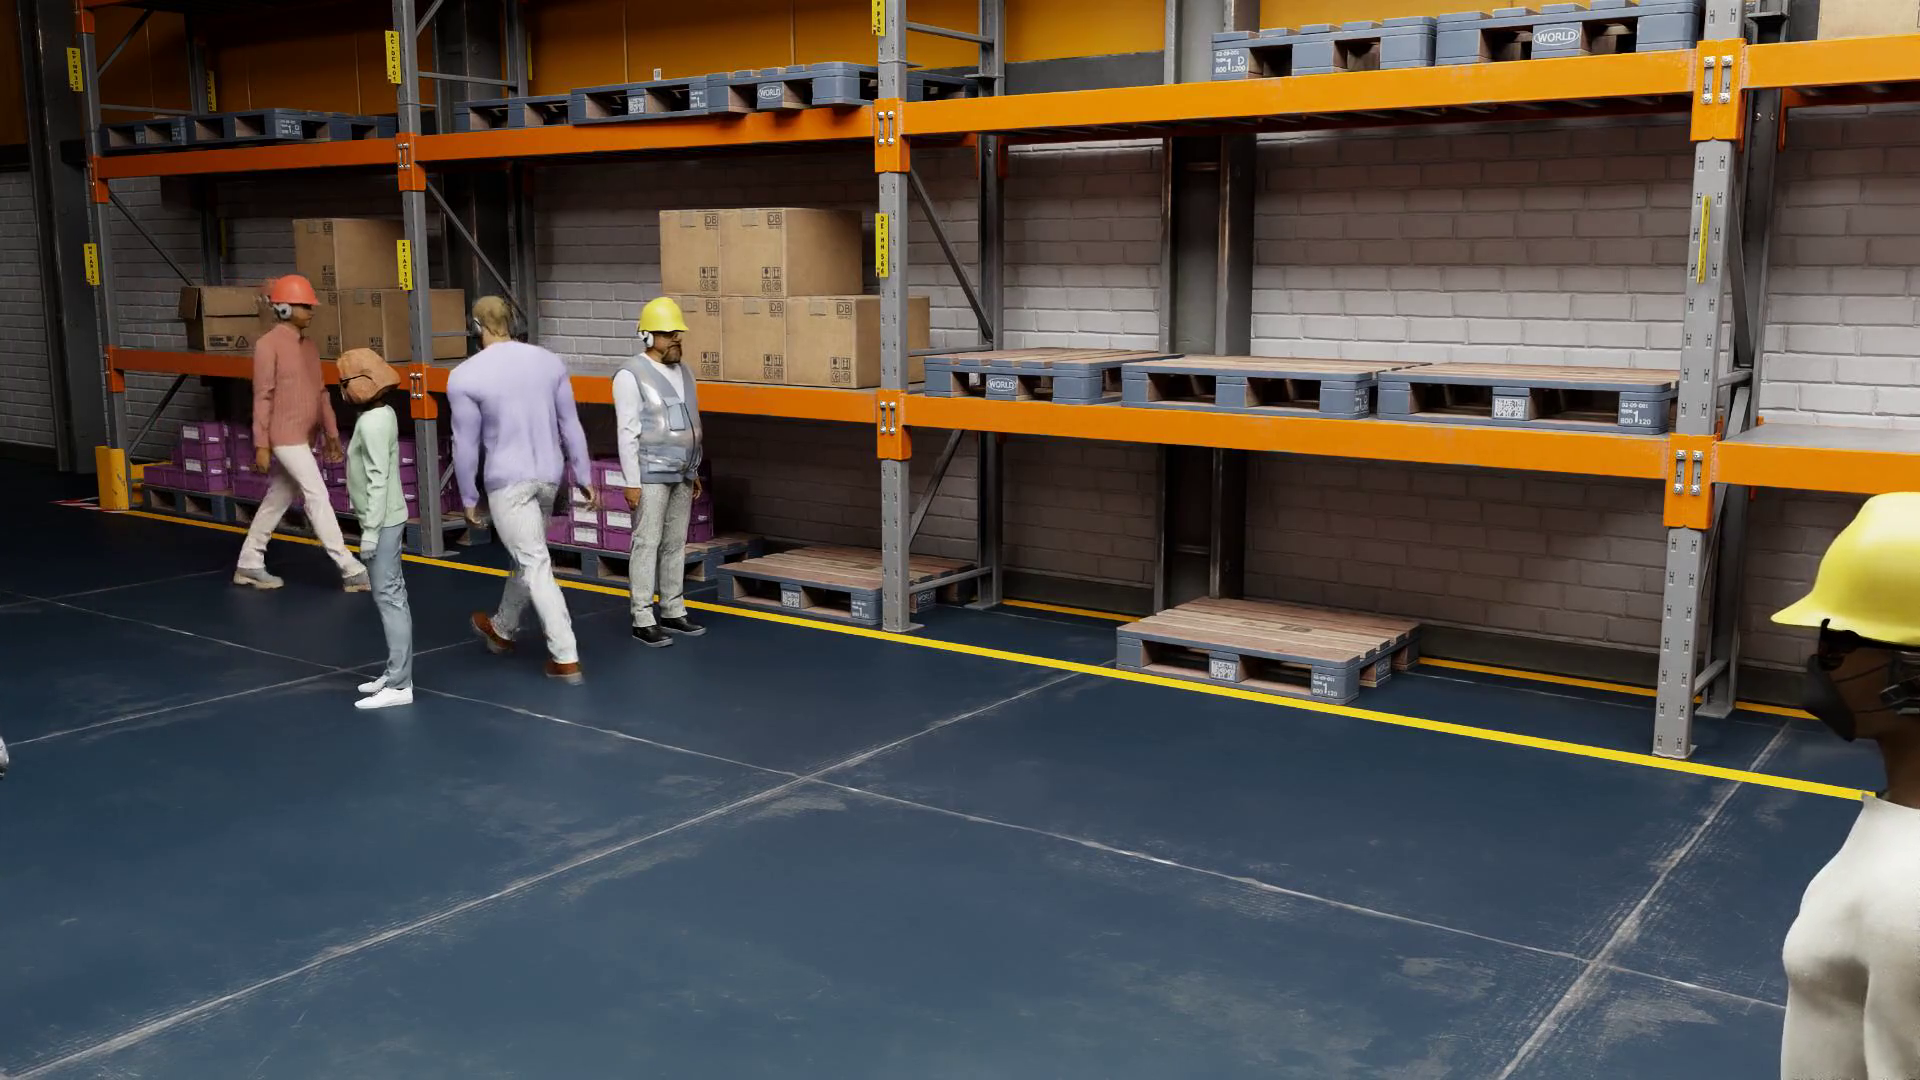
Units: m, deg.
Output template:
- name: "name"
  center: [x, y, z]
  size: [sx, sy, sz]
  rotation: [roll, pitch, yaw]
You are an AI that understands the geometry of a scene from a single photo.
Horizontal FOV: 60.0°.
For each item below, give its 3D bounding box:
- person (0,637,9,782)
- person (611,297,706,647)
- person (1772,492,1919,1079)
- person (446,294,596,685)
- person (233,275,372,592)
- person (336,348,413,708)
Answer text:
- name: "person"
  center: [-2.564, 0.536, 3.958]
  size: [0.547, 1.654, 0.825]
  rotation: [-6, 11, -33]
- name: "person"
  center: [-1.567, -0.362, 8.816]
  size: [0.404, 1.830, 0.599]
  rotation: [5, 11, 27]
- name: "person"
  center: [1.071, 0.824, 1.947]
  size: [0.325, 1.769, 0.524]
  rotation: [6, 11, 33]
- name: "person"
  center: [-2.172, -0.260, 8.142]
  size: [1.051, 1.852, 0.703]
  rotation: [8, 12, 40]
- name: "person"
  center: [-4.037, -0.638, 10.157]
  size: [1.048, 1.939, 0.642]
  rotation: [0, 10, 3]
- name: "person"
  center: [-2.657, -0.055, 7.579]
  size: [0.285, 1.633, 0.498]
  rotation: [-2, 10, -14]
